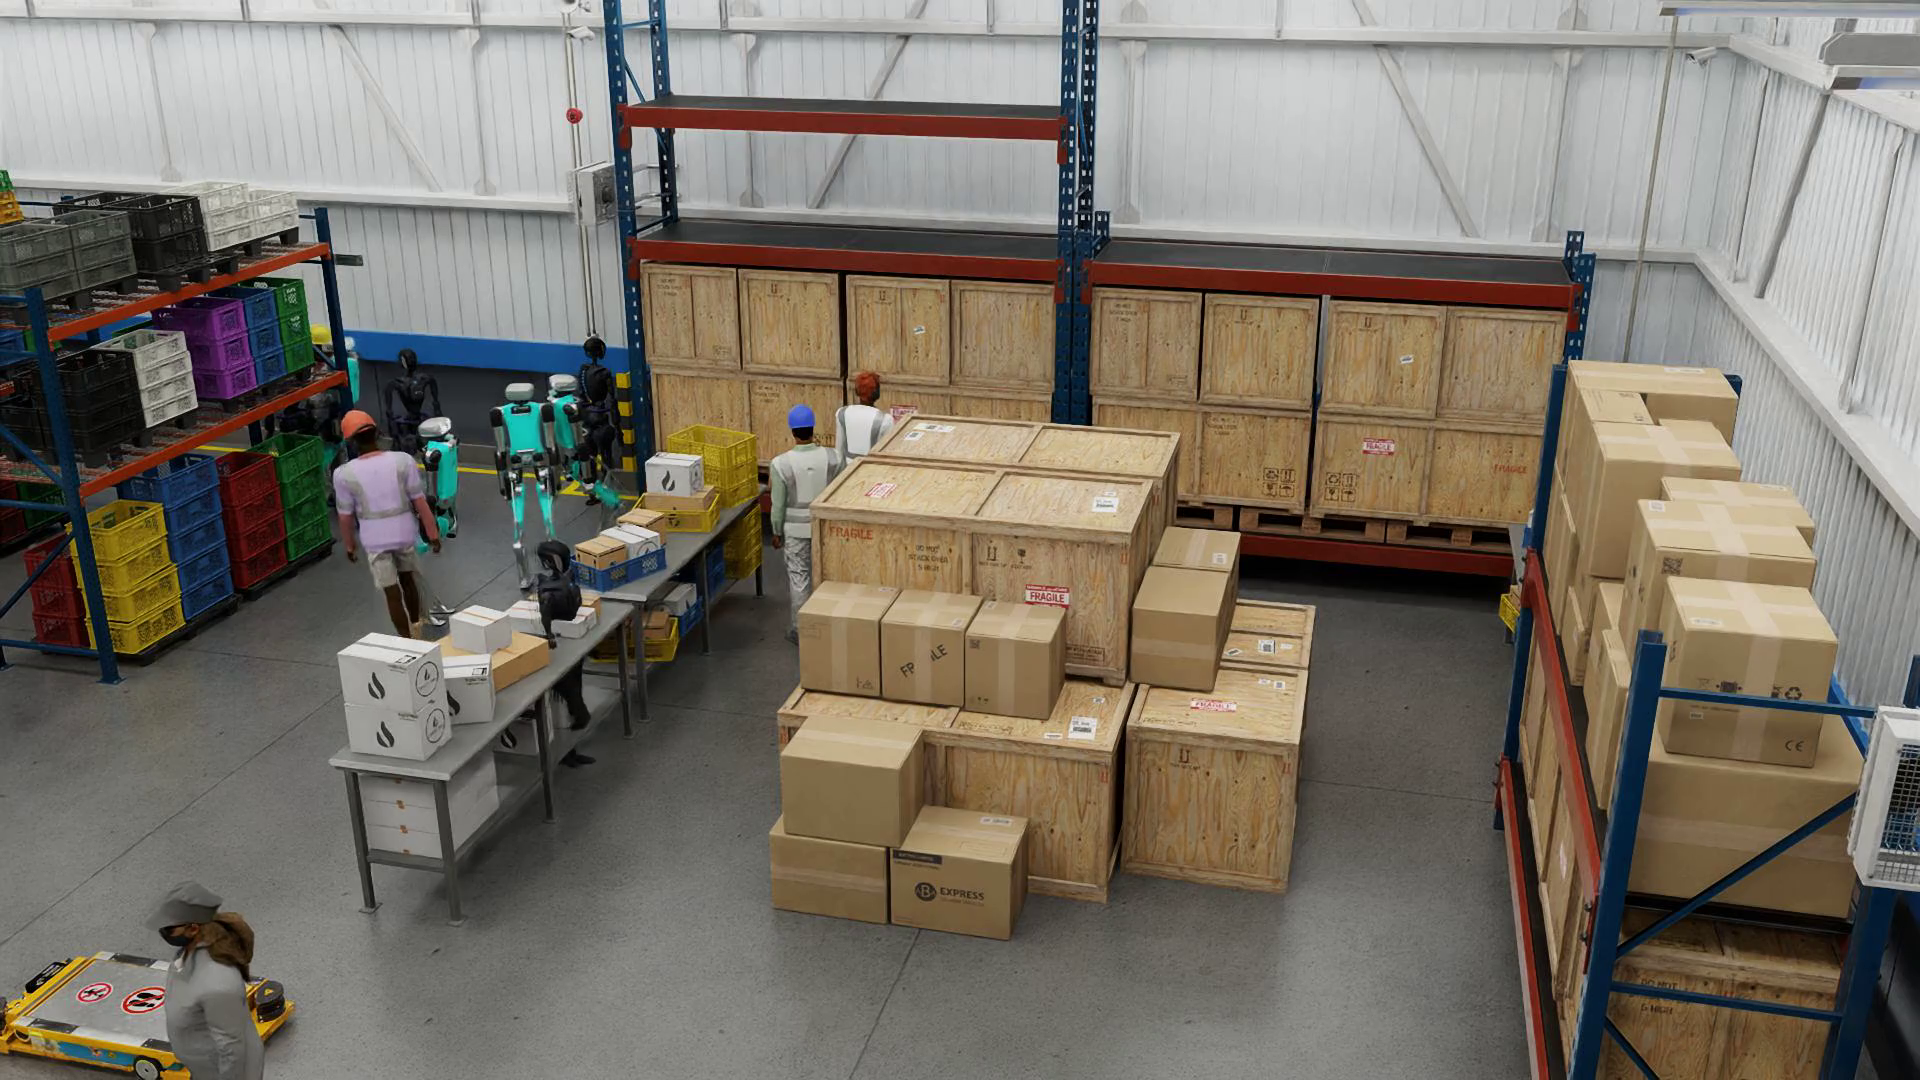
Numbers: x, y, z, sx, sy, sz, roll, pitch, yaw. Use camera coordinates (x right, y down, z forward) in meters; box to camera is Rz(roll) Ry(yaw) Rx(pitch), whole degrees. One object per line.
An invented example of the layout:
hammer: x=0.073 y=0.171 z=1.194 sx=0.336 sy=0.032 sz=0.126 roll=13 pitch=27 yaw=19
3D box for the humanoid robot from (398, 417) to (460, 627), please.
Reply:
humanoid robot: x=-4.316 y=-0.155 z=13.254 sx=0.733 sy=1.692 sz=0.531 roll=1 pitch=21 yaw=4

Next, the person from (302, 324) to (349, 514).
person: x=-6.009 y=-1.160 z=15.889 sx=0.599 sy=1.831 sz=0.404 roll=19 pitch=28 yaw=40

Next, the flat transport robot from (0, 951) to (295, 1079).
flat transport robot: x=-4.270 y=2.464 z=8.601 sx=1.431 sy=0.231 sz=0.659 roll=5 pitch=22 yaw=13

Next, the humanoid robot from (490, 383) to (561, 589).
humanoid robot: x=-3.617 y=-0.405 z=13.979 sx=0.532 sy=1.745 sz=0.707 roll=-5 pitch=21 yaw=-12

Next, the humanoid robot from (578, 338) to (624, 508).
humanoid robot: x=-3.480 y=-1.131 z=16.011 sx=0.599 sy=1.657 sz=0.315 roll=19 pitch=28 yaw=40

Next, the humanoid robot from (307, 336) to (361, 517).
humanoid robot: x=-5.961 y=-1.029 z=15.739 sx=0.674 sy=1.825 sz=0.541 roll=1 pitch=21 yaw=3

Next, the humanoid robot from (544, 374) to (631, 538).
humanoid robot: x=-3.190 y=-0.658 z=14.686 sx=0.849 sy=1.739 sz=0.558 roll=-15 pitch=25 yaw=-34

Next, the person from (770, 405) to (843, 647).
person: x=-1.184 y=-0.104 z=12.984 sx=0.603 sy=1.935 sz=0.398 roll=-8 pitch=22 yaw=-21

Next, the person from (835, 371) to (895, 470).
person: x=-0.777 y=-0.507 z=14.118 sx=0.582 sy=1.876 sz=0.337 roll=10 pitch=23 yaw=25

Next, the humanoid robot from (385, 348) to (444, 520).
humanoid robot: x=-5.088 y=-0.979 z=15.634 sx=0.456 sy=1.648 sz=0.602 roll=20 pitch=28 yaw=41

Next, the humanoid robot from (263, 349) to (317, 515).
humanoid robot: x=-6.385 y=-1.054 z=15.827 sx=0.371 sy=1.655 sz=0.602 roll=11 pitch=23 yaw=26

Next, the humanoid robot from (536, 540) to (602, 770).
humanoid robot: x=-2.603 y=0.766 z=11.064 sx=0.339 sy=1.653 sz=0.588 roll=3 pitch=21 yaw=7

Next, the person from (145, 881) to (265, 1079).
person: x=-3.147 y=2.224 z=7.123 sx=0.395 sy=1.769 sz=0.561 roll=-14 pitch=25 yaw=-32

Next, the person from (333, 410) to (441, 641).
person: x=-4.382 y=-0.032 z=12.720 sx=0.695 sy=1.987 sz=0.835 roll=-12 pitch=24 yaw=-29
